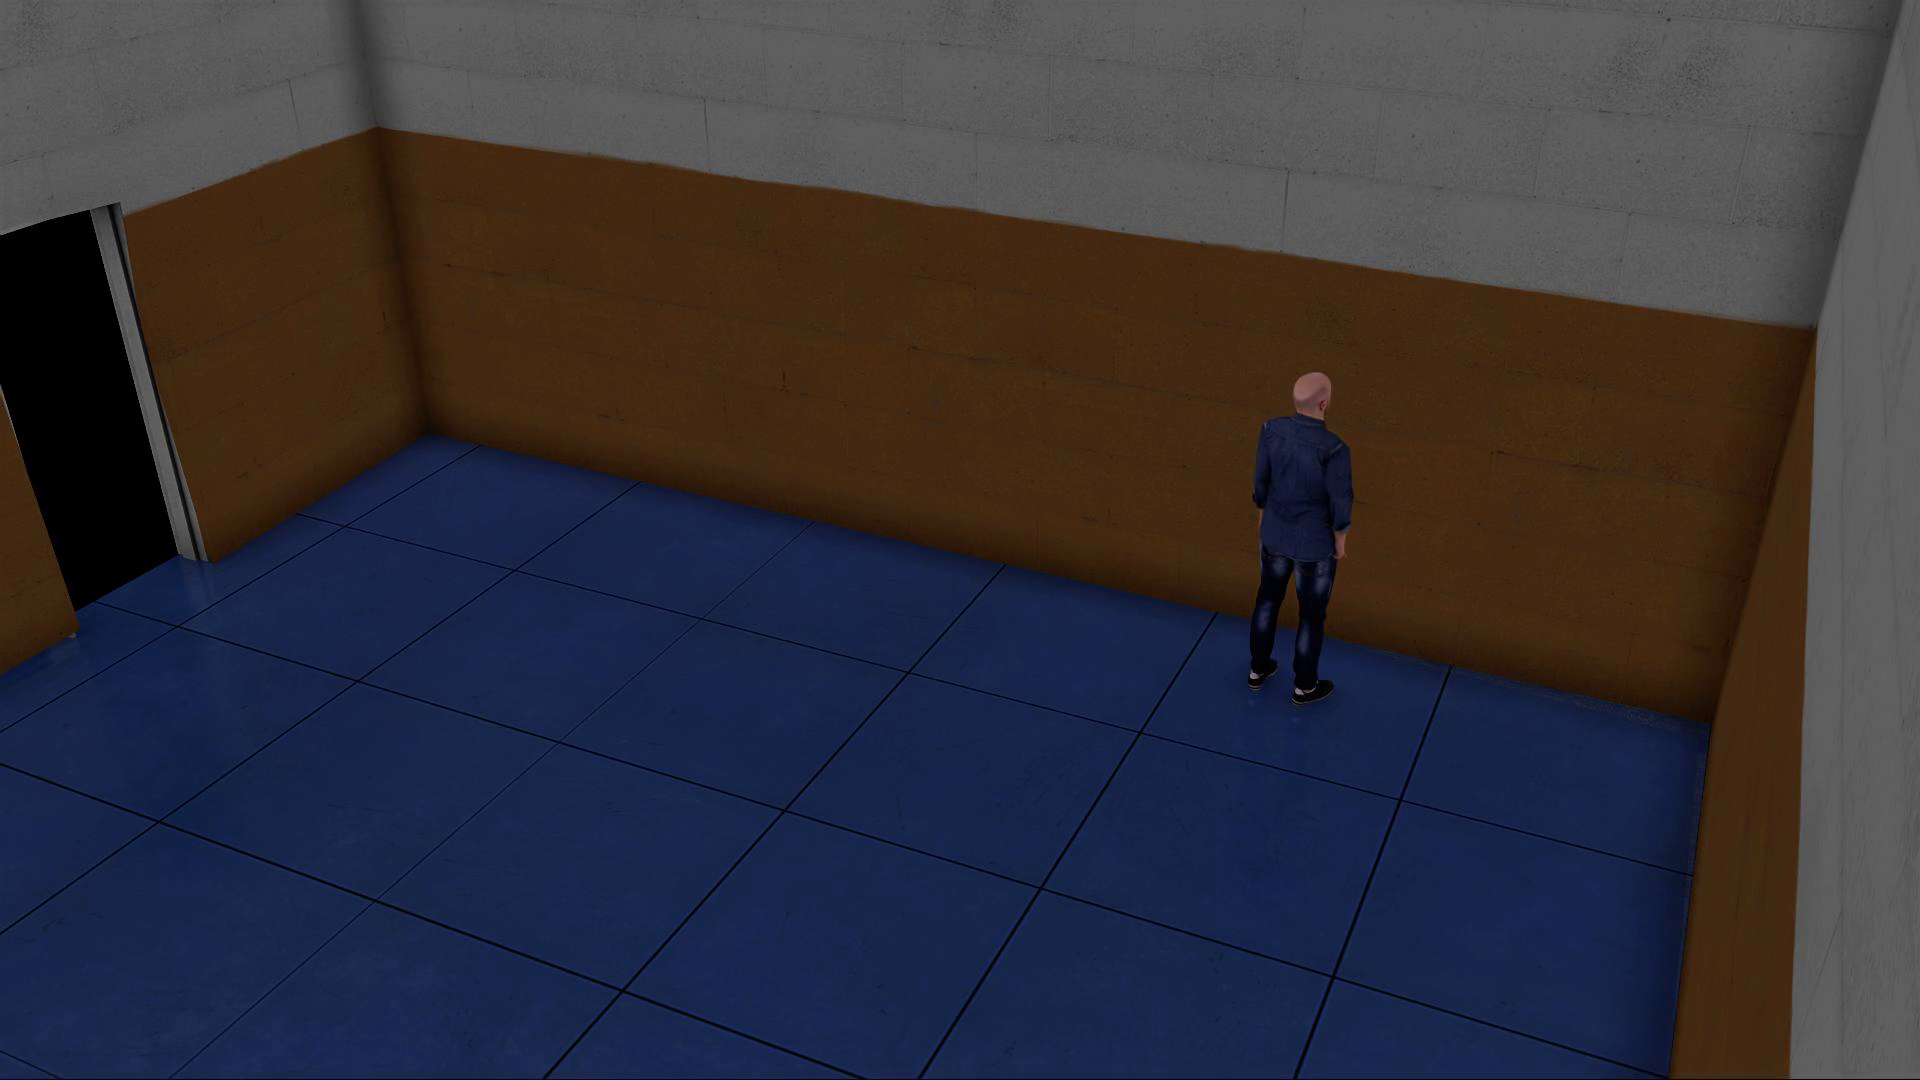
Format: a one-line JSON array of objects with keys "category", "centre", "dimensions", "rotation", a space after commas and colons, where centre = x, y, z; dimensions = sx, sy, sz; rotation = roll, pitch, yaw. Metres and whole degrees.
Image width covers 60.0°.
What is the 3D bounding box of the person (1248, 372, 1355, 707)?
[{"category": "person", "centre": [1.732, -0.005, 8.484], "dimensions": [0.628, 1.826, 0.829], "rotation": [22, 36, 34]}]
